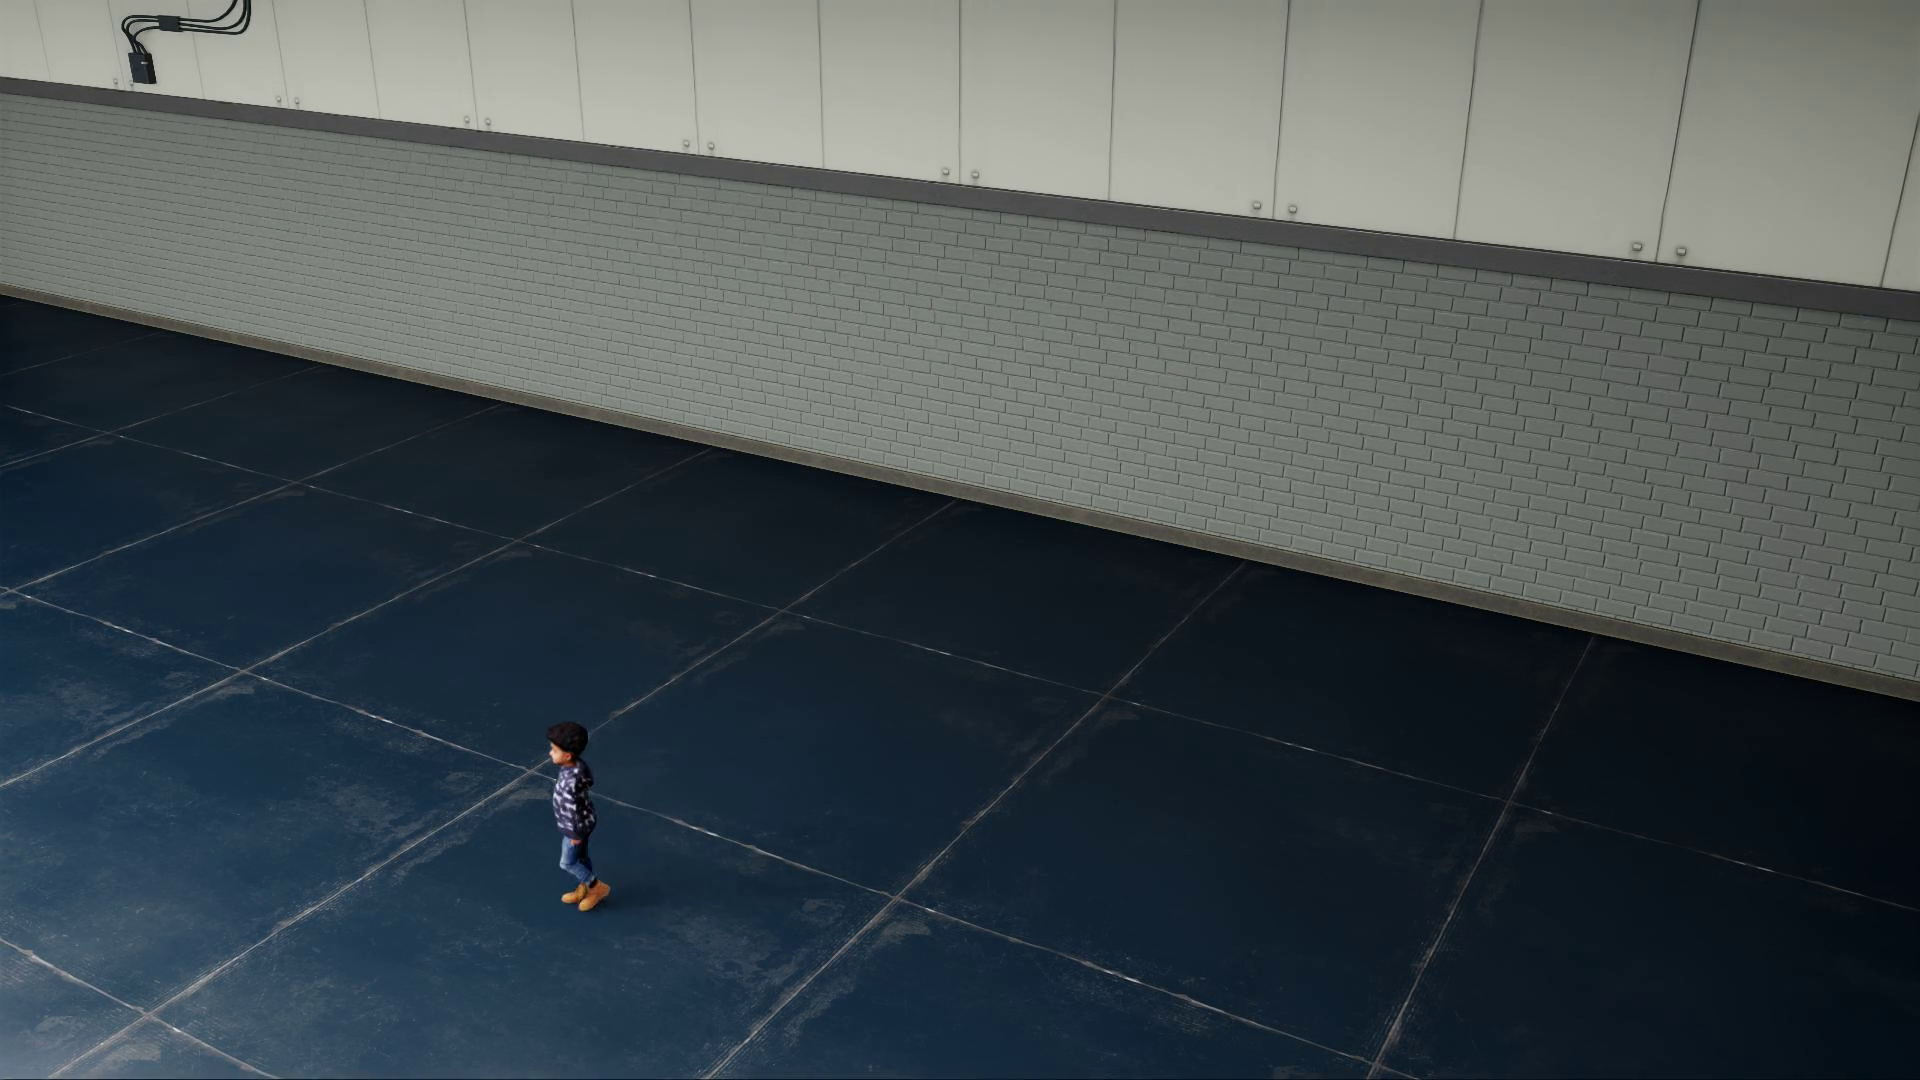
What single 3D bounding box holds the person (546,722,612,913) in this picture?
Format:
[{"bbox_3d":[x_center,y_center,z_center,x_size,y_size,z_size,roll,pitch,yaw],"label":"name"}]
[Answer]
[{"bbox_3d":[-2.239,1.643,9.905,0.663,1.243,0.595,-3,23,-7],"label":"person"}]
